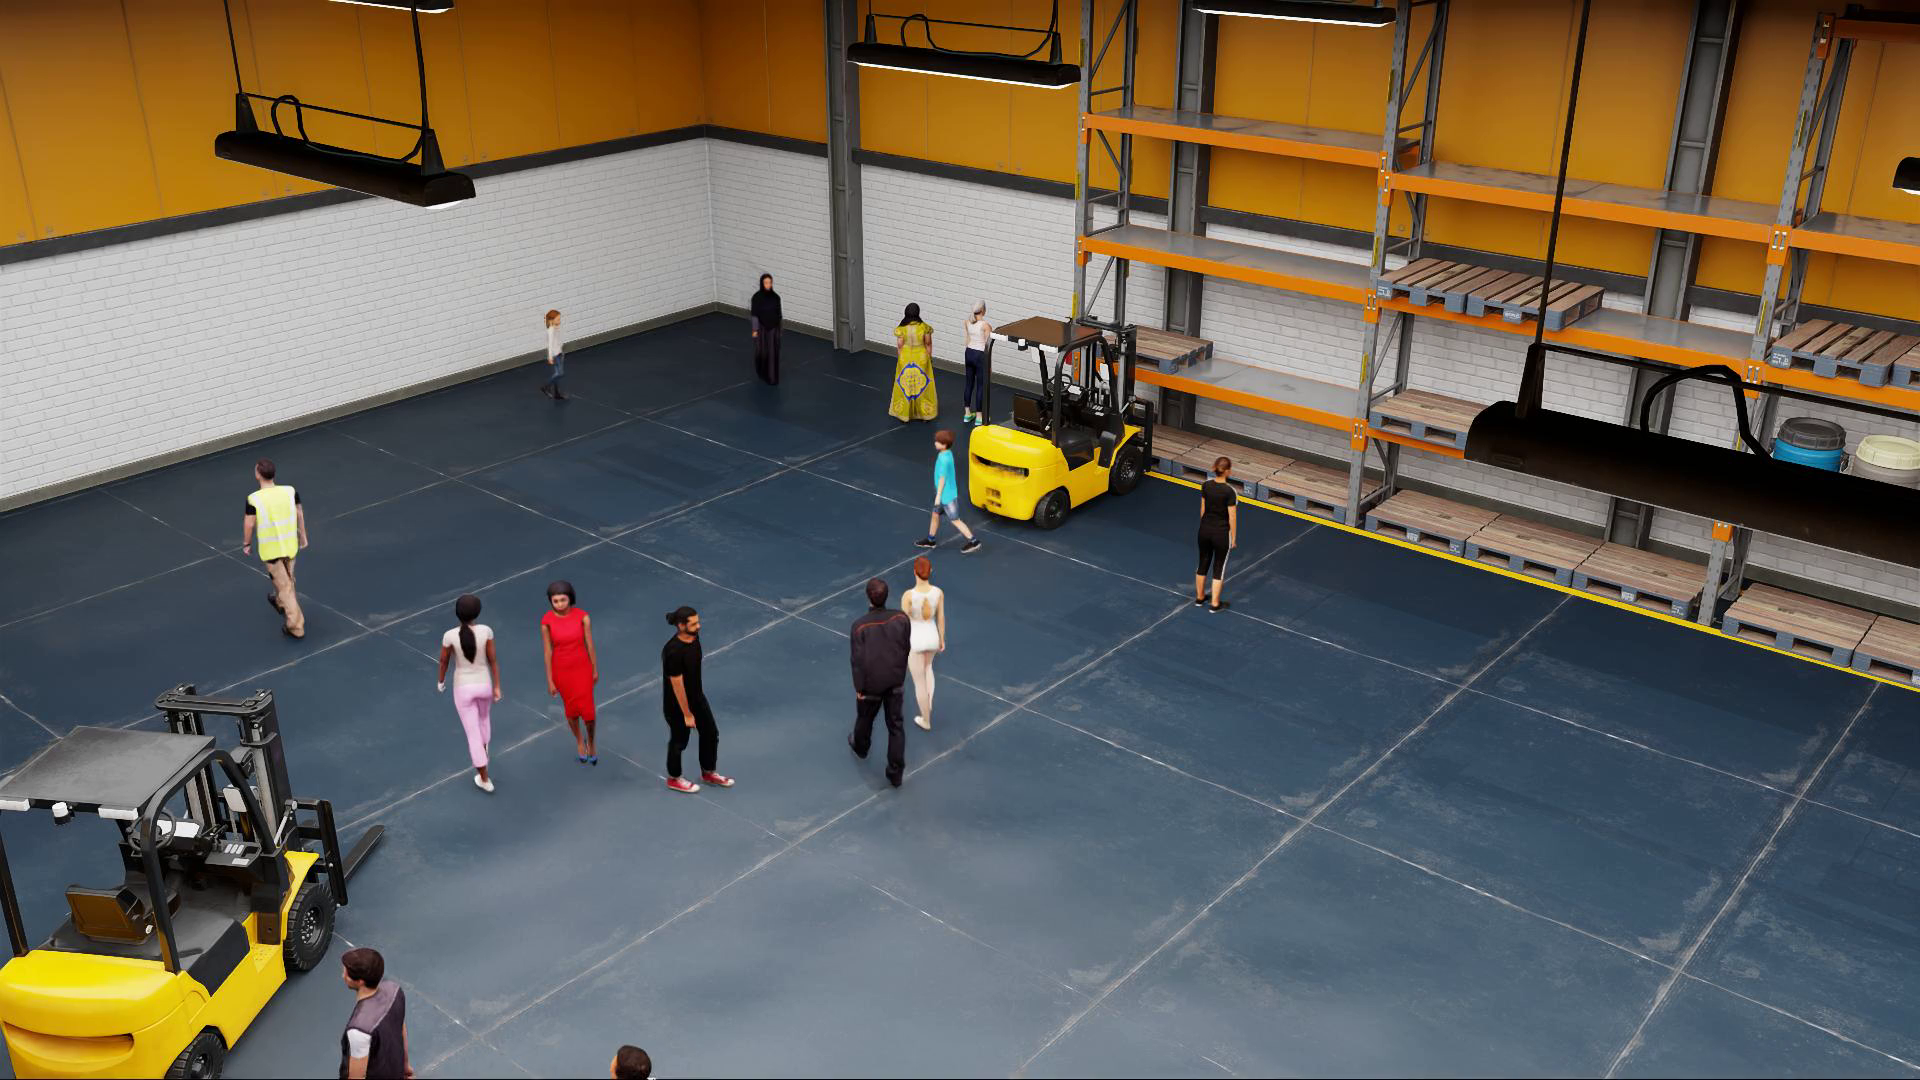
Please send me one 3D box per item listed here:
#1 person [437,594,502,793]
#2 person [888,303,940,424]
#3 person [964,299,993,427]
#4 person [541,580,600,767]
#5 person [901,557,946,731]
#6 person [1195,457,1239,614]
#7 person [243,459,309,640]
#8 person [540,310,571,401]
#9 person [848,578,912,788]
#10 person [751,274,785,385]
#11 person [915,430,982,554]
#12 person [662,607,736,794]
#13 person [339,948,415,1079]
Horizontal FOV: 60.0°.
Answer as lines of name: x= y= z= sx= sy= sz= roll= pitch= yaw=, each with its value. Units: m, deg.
person: x=-4.028 y=1.308 z=13.854 sx=0.821 sy=1.714 sz=1.039 roll=-15 pitch=28 yaw=-30
person: x=-0.616 y=-2.390 z=22.381 sx=0.989 sy=1.660 sz=1.056 roll=-1 pitch=24 yaw=-3
person: x=0.221 y=-2.401 z=22.359 sx=0.462 sy=1.699 sz=0.640 roll=19 pitch=30 yaw=36
person: x=-3.339 y=1.113 z=14.280 sx=0.723 sy=1.731 sz=0.775 roll=-7 pitch=24 yaw=-15
person: x=-0.300 y=0.949 z=14.782 sx=0.673 sy=1.630 sz=0.737 roll=-13 pitch=27 yaw=-27
person: x=2.617 y=-0.069 z=17.061 sx=0.467 sy=1.668 sz=0.647 roll=21 pitch=31 yaw=39
person: x=-6.711 y=0.118 z=16.473 sx=1.093 sy=1.798 sz=0.709 roll=17 pitch=29 yaw=34
person: x=-5.724 y=-2.582 z=23.263 sx=0.718 sy=1.307 sz=0.644 roll=1 pitch=24 yaw=3
person: x=-0.627 y=1.229 z=13.924 sx=1.031 sy=1.804 sz=1.175 roll=-7 pitch=25 yaw=-17
person: x=-2.793 y=-3.062 z=23.986 sx=0.815 sy=1.608 sz=0.905 roll=-7 pitch=25 yaw=-16
person: x=-0.072 y=-0.518 z=18.401 sx=1.035 sy=1.420 sz=0.898 roll=1 pitch=24 yaw=3
person: x=-2.361 y=1.330 z=13.775 sx=0.891 sy=1.738 sz=0.793 roll=8 pitch=25 yaw=18
person: x=-3.231 y=3.149 z=9.515 sx=1.226 sy=1.818 sz=1.122 roll=0 pitch=24 yaw=-1
